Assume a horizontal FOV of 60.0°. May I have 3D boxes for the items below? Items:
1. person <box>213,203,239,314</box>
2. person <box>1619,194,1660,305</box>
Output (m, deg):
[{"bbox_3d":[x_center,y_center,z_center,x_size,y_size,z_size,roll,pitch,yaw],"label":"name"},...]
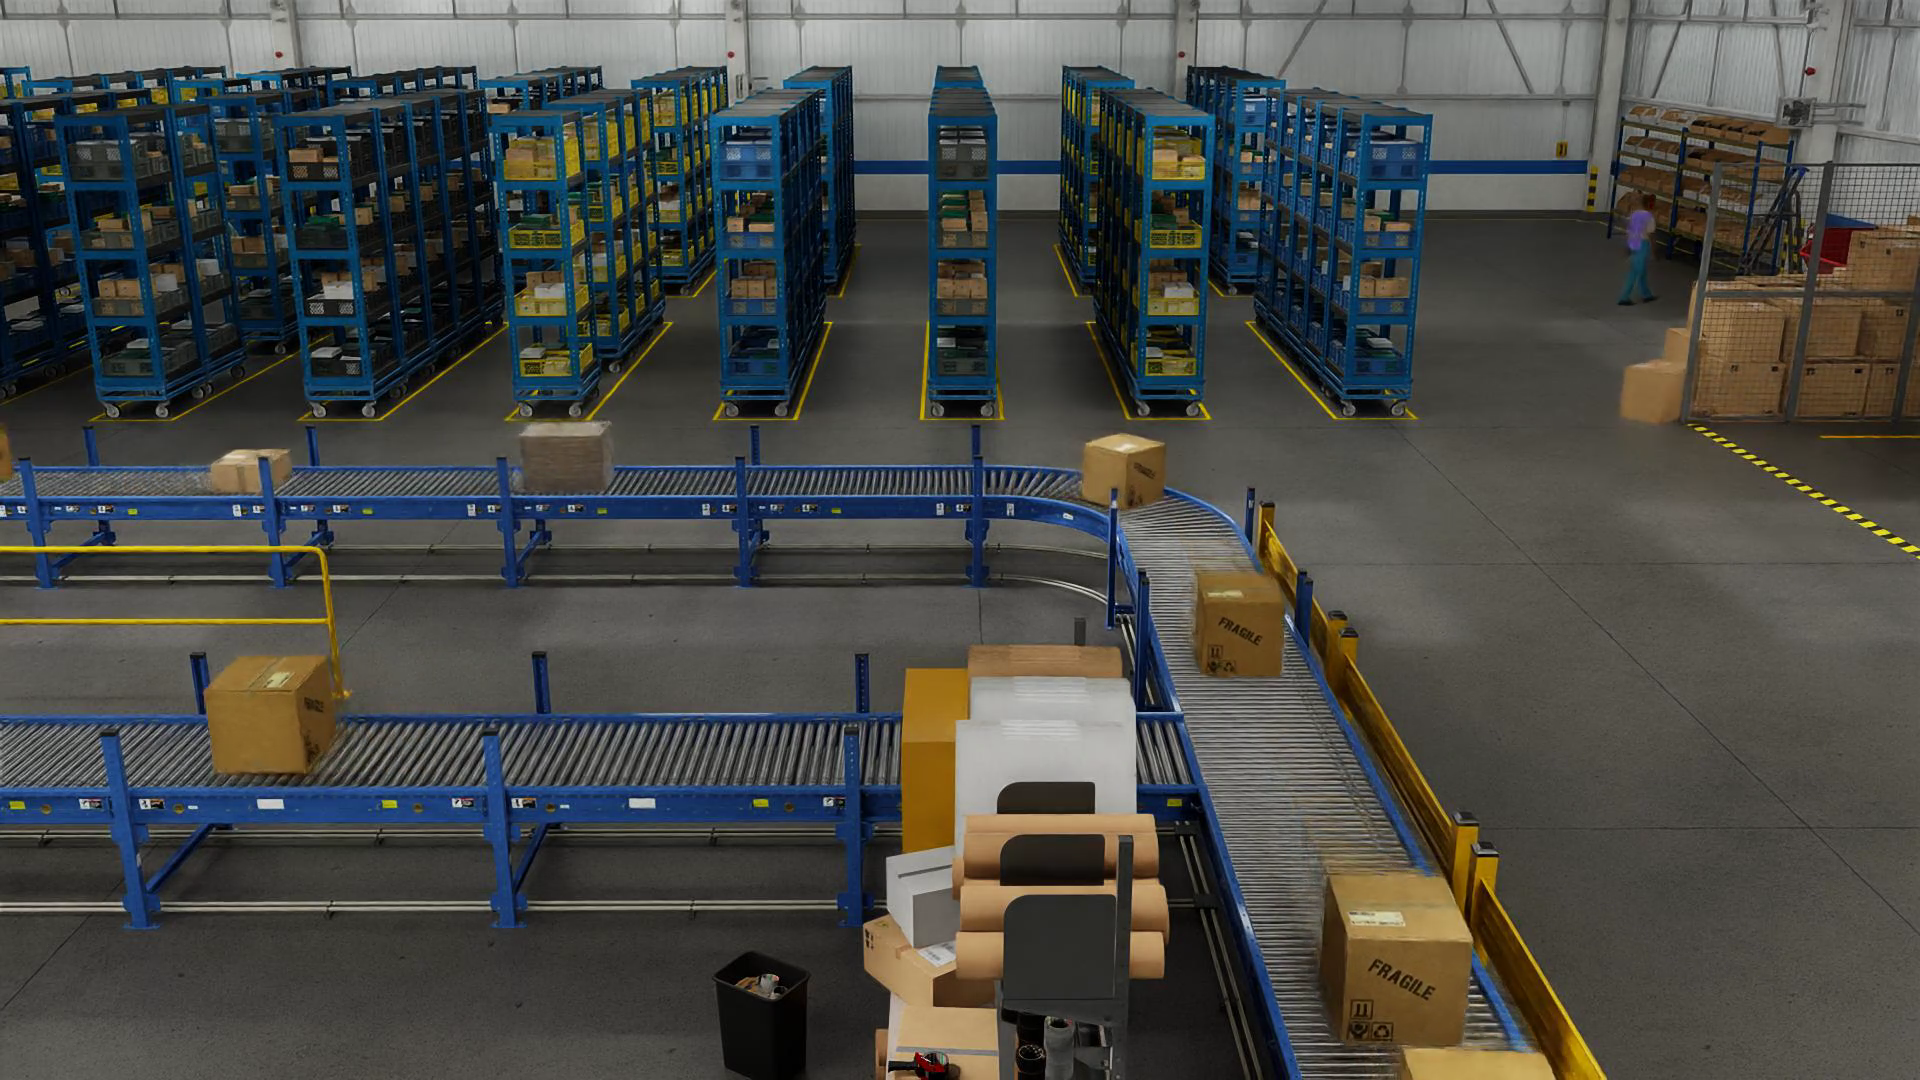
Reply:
[{"bbox_3d":[-11.737,-4.555,26.704,0.404,1.832,0.600,-14,22,-36],"label":"person"},{"bbox_3d":[11.328,-4.778,27.422,0.878,1.811,0.570,-2,18,-7],"label":"person"}]
